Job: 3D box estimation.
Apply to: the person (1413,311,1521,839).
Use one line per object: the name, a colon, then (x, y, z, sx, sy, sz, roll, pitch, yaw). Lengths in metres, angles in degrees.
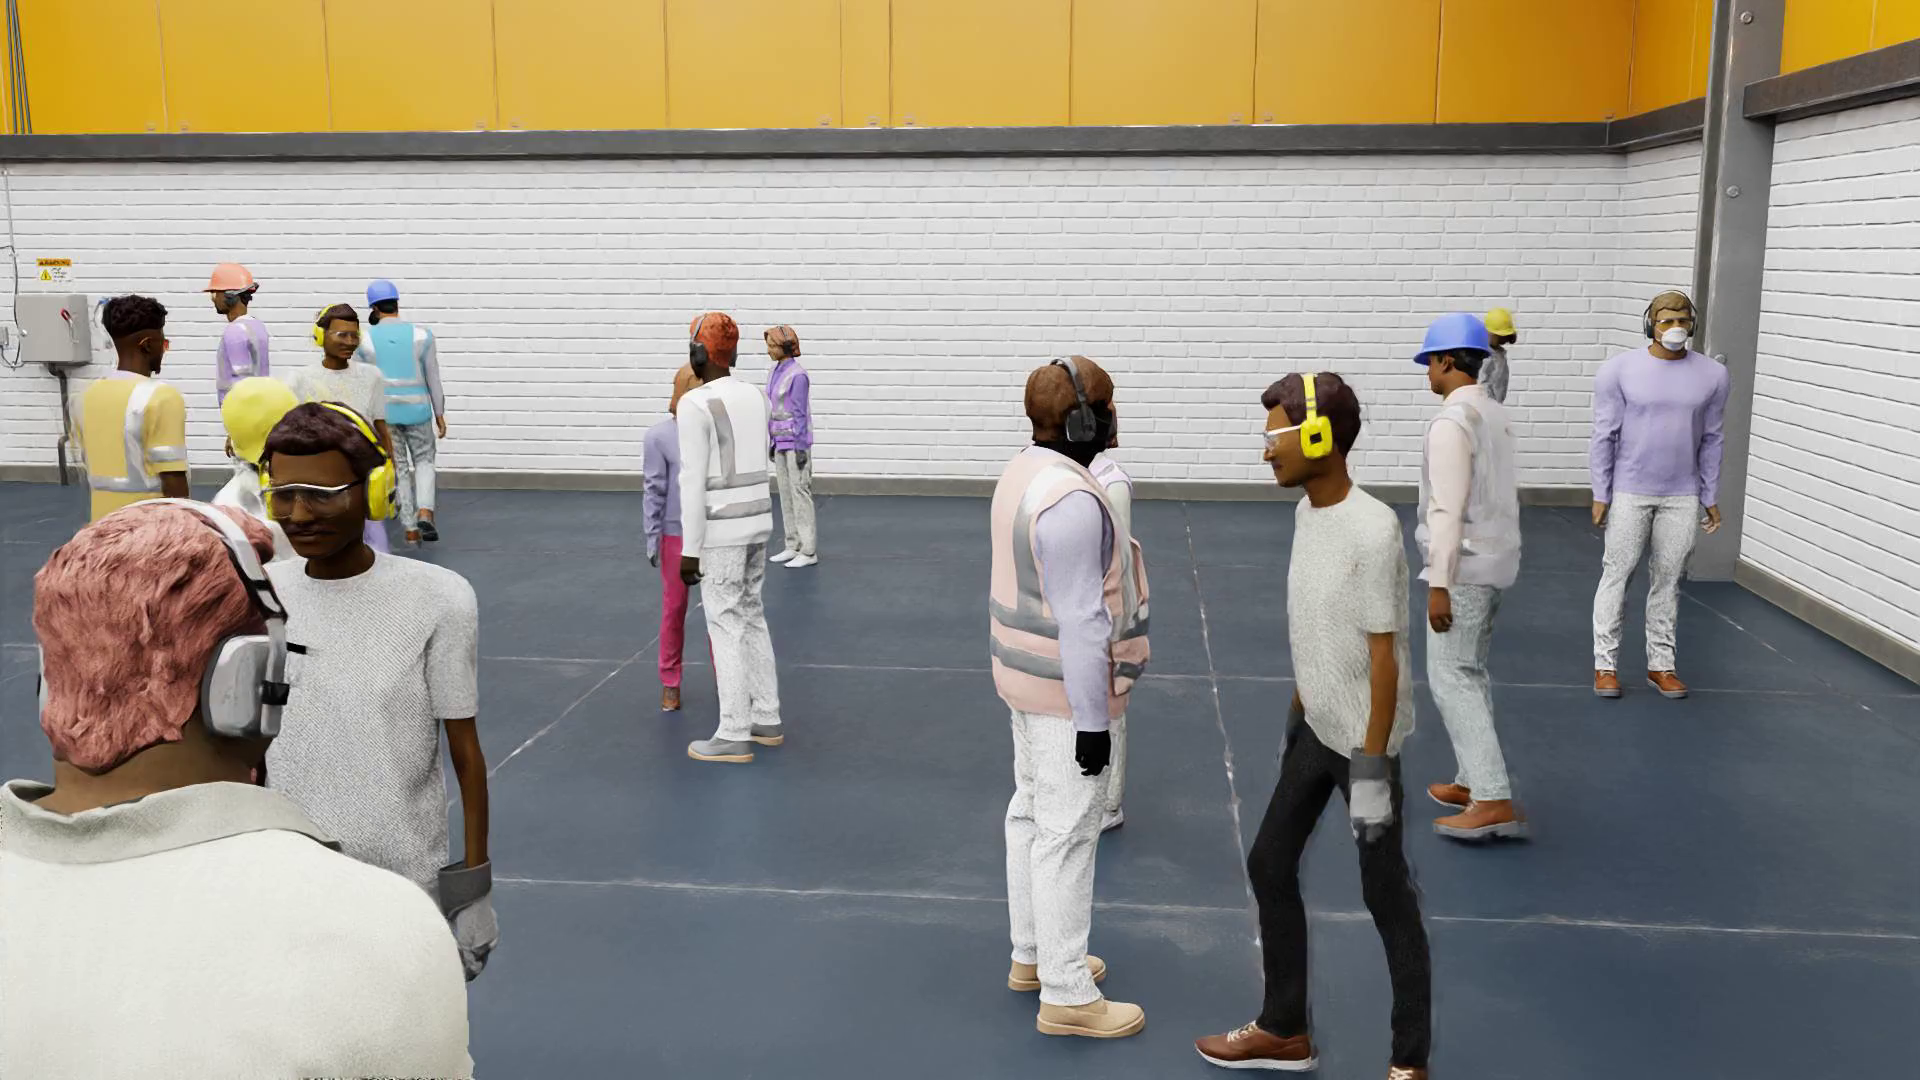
person: (1.887, 0.114, 6.178, 0.570, 1.907, 0.661, 7, 12, 33)

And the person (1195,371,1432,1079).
person: (0.919, 0.508, 4.104, 0.575, 1.835, 0.557, -3, 10, -14)

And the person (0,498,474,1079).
person: (-0.703, 0.904, 1.639, 0.636, 1.903, 0.405, 2, 10, 11)

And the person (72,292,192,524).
person: (-3.318, -0.029, 6.827, 0.647, 1.951, 0.411, 5, 11, 28)

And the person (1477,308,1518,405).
person: (3.945, -0.861, 12.327, 0.344, 1.708, 0.671, 7, 12, 33)

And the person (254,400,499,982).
person: (-1.141, 0.659, 3.165, 0.516, 1.861, 0.319, 0, 10, 3)

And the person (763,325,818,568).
person: (-1.144, -0.623, 11.174, 0.322, 1.629, 0.512, -5, 11, -28)

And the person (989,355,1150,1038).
person: (0.302, 0.421, 4.562, 0.429, 1.846, 0.630, -2, 10, -12)

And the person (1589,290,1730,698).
person: (3.304, -0.210, 7.904, 0.627, 1.940, 0.373, 1, 10, 4)

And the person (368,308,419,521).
person: (-4.523, -1.000, 13.109, 0.320, 1.698, 0.537, -9, 13, -42)

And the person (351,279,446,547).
person: (-4.003, -0.896, 11.873, 0.622, 1.920, 0.457, -4, 11, -20)

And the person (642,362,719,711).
person: (-1.216, -0.015, 7.702, 0.505, 1.623, 0.311, -5, 11, -25)

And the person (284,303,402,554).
person: (-3.139, -0.249, 8.343, 0.746, 1.868, 0.421, -8, 13, -38)

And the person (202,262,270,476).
person: (-4.659, -0.768, 10.803, 0.375, 2.044, 0.605, -2, 10, -11)

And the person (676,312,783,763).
person: (-0.973, -0.007, 6.979, 0.379, 1.868, 0.583, 5, 11, 26)
